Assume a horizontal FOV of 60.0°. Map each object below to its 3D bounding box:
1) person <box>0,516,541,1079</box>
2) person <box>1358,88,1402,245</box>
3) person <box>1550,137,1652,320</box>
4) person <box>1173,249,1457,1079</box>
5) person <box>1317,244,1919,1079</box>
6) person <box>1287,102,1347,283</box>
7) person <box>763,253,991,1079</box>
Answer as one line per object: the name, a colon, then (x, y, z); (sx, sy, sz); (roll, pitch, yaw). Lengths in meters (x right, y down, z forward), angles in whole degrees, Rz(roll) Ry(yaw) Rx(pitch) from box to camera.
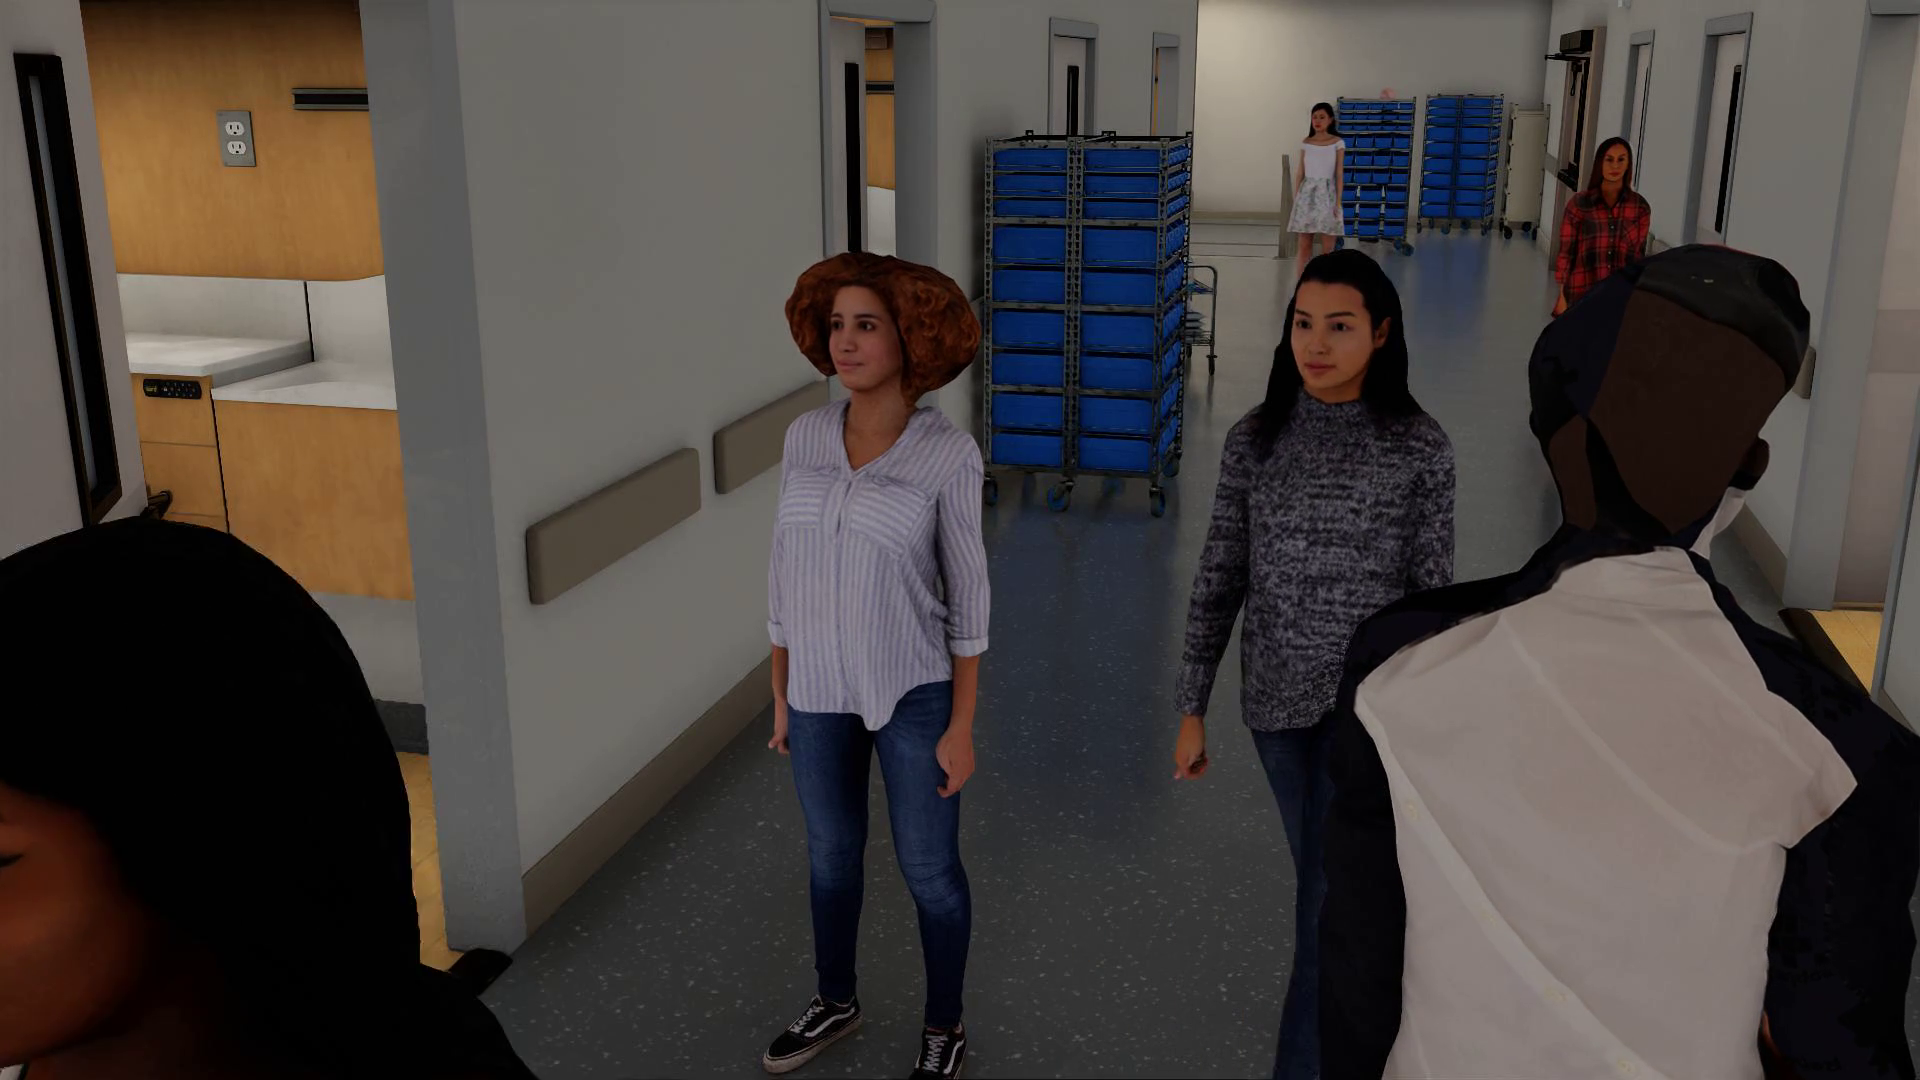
person: (-0.357, 0.860, 1.143); (0.820, 1.776, 1.202); (8, 18, 27)
person: (5.162, -4.553, 20.230); (0.752, 1.837, 0.810); (-9, 18, -28)
person: (3.378, -1.267, 8.819); (0.646, 1.703, 0.606); (1, 16, 4)
person: (0.735, 0.319, 3.244); (0.853, 1.676, 1.234); (9, 18, 28)
person: (0.579, 0.672, 1.595); (0.753, 1.892, 0.719); (11, 19, 34)
person: (3.075, -2.830, 14.241); (0.727, 1.769, 0.709); (8, 18, 27)
person: (-0.154, 0.277, 3.325); (0.689, 1.713, 0.671); (8, 18, 27)
